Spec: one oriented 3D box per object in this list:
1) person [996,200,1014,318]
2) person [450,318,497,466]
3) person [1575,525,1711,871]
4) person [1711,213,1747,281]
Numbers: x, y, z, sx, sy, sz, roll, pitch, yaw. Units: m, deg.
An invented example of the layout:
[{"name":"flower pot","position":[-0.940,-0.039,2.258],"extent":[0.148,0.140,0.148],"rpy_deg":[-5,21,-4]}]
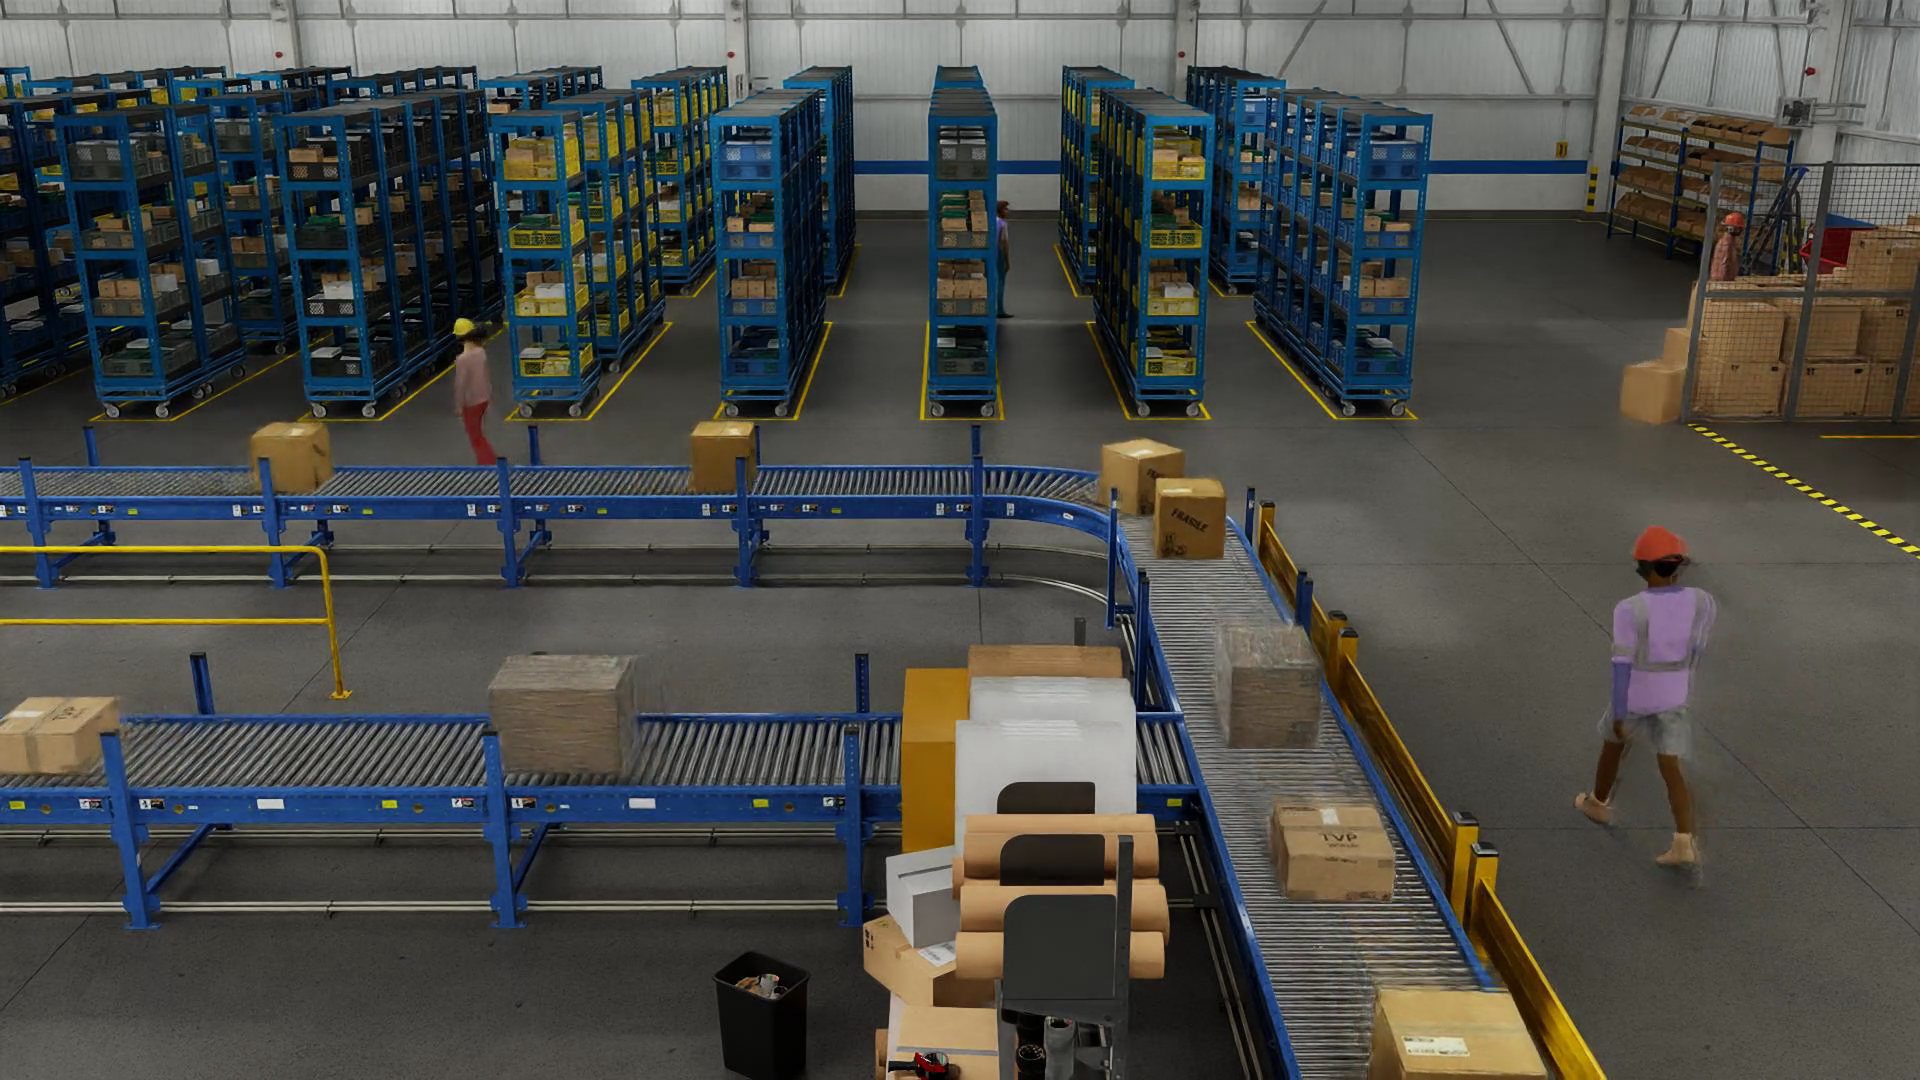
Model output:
[{"name":"person","position":[0.586,-4.447,26.357],"extent":[0.396,1.841,0.565],"rpy_deg":[-10,21,-29]},{"name":"person","position":[-5.045,-1.418,17.176],"extent":[0.378,1.755,0.525],"rpy_deg":[3,18,9]},{"name":"person","position":[4.030,0.900,9.661],"extent":[0.603,2.001,1.057],"rpy_deg":[-2,18,-7]},{"name":"person","position":[10.868,-3.645,23.641],"extent":[0.392,1.992,0.623],"rpy_deg":[8,20,24]}]
